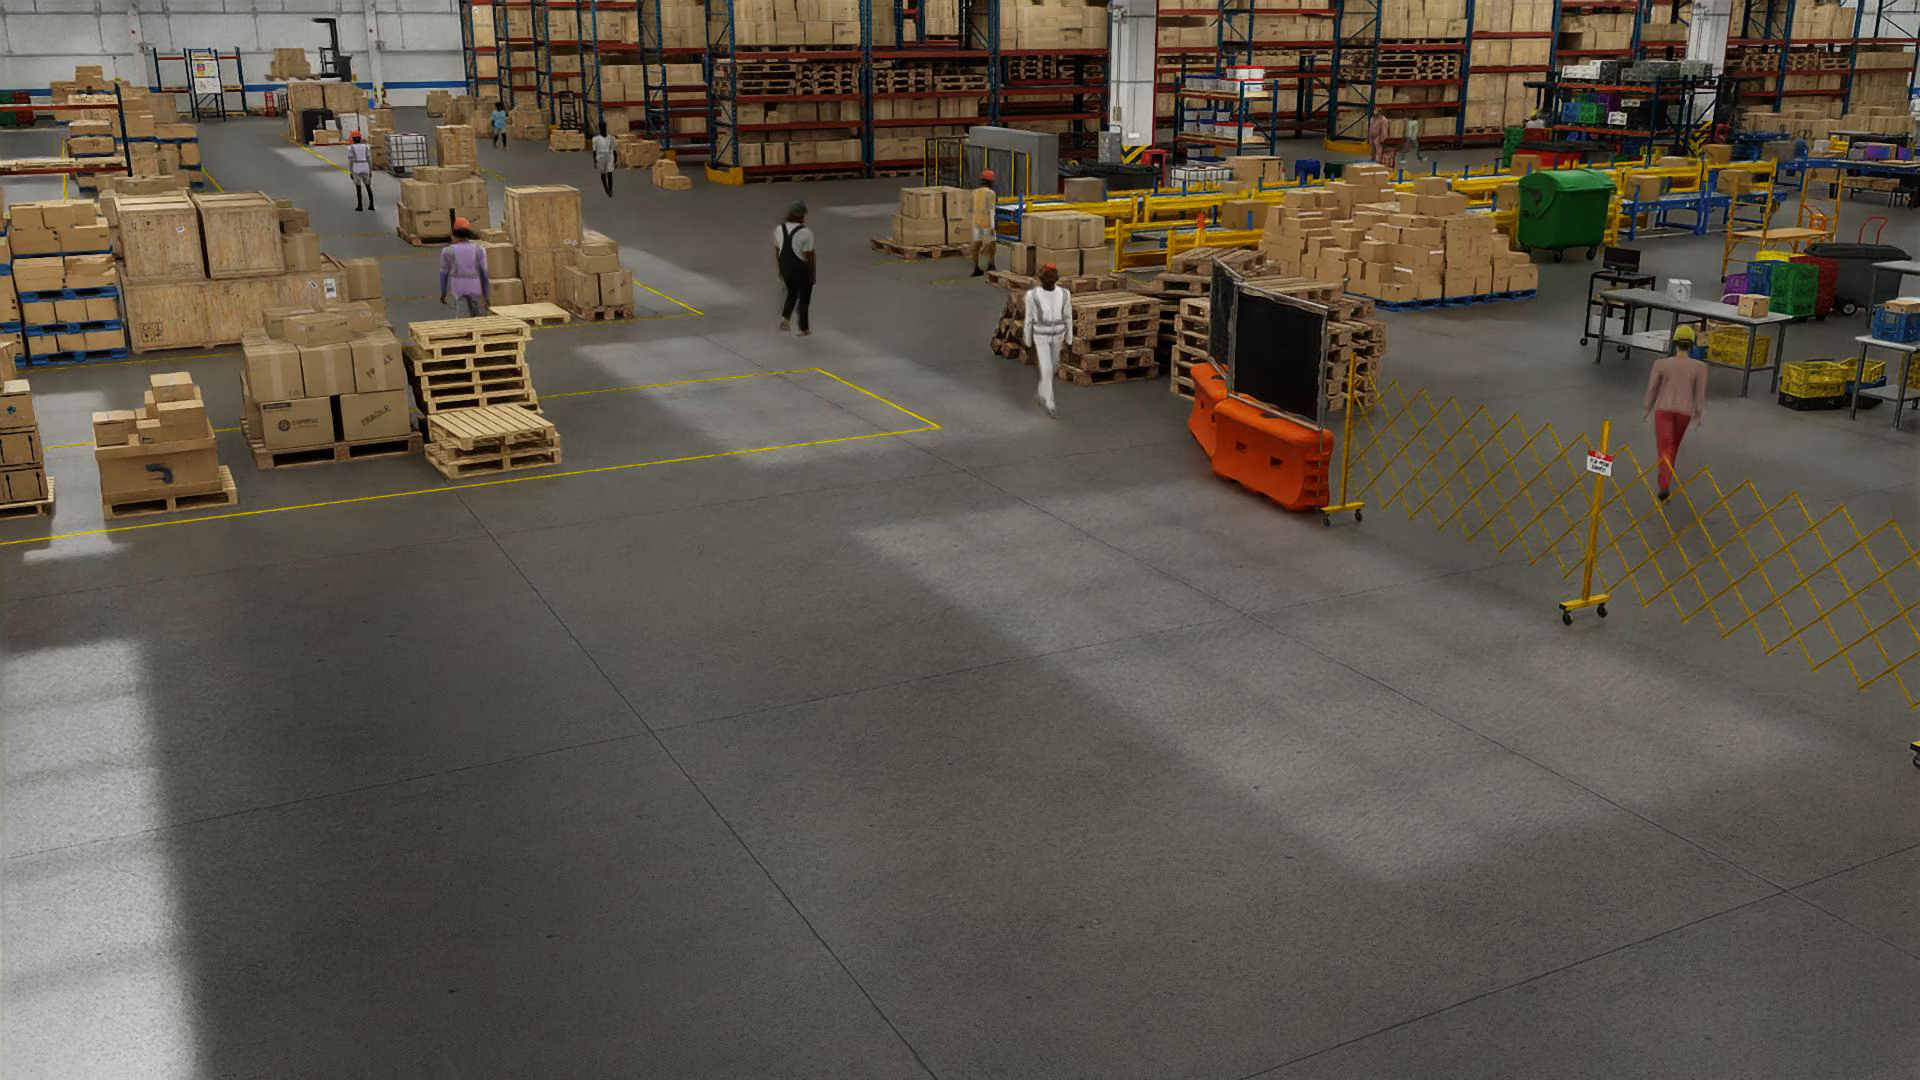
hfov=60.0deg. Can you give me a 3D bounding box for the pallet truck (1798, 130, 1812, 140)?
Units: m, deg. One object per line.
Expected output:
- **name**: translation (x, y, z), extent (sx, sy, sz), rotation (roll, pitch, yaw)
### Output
- **pallet truck**: translation (25.526, -11.556, 49.408), extent (1.630, 1.274, 0.653), rotation (-9, 20, -26)

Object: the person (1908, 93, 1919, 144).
- **person**: translation (34.335, -15.153, 59.645), extent (0.603, 1.913, 0.924), rotation (10, 20, 28)

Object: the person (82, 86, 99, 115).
- **person**: translation (-32.972, -16.288, 63.192), extent (0.605, 1.901, 0.540), rotation (-6, 19, -18)

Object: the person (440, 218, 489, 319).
- **person**: translation (-6.830, -3.437, 22.989), extent (0.625, 1.991, 1.049), rotation (-9, 20, -27)

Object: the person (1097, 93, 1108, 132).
- **person**: translation (5.144, -15.262, 60.024), extent (0.423, 1.885, 0.698), rotation (16, 24, 41)

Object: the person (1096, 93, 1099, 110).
- **person**: translation (5.424, -16.176, 62.630), extent (0.618, 2.030, 0.622), rotation (-14, 22, -37)

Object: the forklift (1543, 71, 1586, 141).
- **forklift**: translation (18.685, -13.231, 52.085), extent (1.873, 2.768, 1.129), rotation (-9, 20, -26)

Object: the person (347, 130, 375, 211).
- **person**: translation (-14.510, -8.936, 40.237), extent (0.542, 1.928, 0.399), rotation (-14, 22, -36)

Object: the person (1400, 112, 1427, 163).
- **person**: translation (14.353, -12.709, 52.537), extent (0.875, 1.574, 0.510), rotation (-5, 18, -15)

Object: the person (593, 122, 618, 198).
- **person**: translation (-9.184, -9.859, 43.113), extent (0.617, 1.940, 0.794), rotation (-2, 18, -7)

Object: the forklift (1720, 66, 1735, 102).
- **forklift**: translation (25.853, -14.772, 56.887), extent (1.129, 2.768, 1.873), rotation (-9, 20, -26)

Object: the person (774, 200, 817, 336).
- **person**: translation (-2.403, -4.068, 24.871), extent (0.698, 2.000, 0.537), rotation (11, 21, 30)

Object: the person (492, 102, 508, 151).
- **person**: translation (-15.858, -14.224, 57.142), extent (0.538, 1.662, 0.774), rotation (-13, 22, -35)

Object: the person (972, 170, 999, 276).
- **person**: translation (0.475, -5.808, 30.499), extent (0.559, 1.906, 0.693), rotation (13, 22, 35)

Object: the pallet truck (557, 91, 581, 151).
- **pallet truck**: translation (-13.495, -14.412, 57.188), extent (0.823, 1.965, 1.885), rotation (-3, 18, -9)

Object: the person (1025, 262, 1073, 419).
- **person**: translation (1.057, -2.448, 20.128), extent (0.584, 1.855, 0.884), rotation (-6, 19, -17)

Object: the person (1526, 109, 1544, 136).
- **person**: translation (17.158, -12.029, 50.056), extent (0.770, 1.806, 0.627), rotation (-8, 19, -24)

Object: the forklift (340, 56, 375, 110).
- **forklift**: translation (-25.337, -18.623, 68.892), extent (1.873, 2.768, 1.129), rotation (-9, 20, -26)

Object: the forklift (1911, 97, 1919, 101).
- **forklift**: translation (40.551, -18.652, 68.983), extent (1.129, 2.768, 1.873), rotation (-9, 20, -26)

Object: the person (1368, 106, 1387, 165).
- **person**: translation (12.526, -12.086, 50.105), extent (0.396, 1.901, 0.643), rotation (-10, 20, -29)

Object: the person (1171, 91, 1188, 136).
- **person**: translation (8.252, -16.127, 62.834), extent (0.594, 1.804, 0.907), rotation (-7, 19, -21)

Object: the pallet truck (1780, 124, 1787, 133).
- **pallet truck**: translation (25.206, -12.542, 52.601), extent (1.601, 1.201, 0.680), rotation (0, 18, -2)

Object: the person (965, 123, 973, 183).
- **person**: translation (0.286, -10.768, 46.344), extent (0.321, 1.684, 0.539), rotation (-6, 19, -19)

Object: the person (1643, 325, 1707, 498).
- **person**: translation (7.183, -1.299, 16.744), extent (0.532, 1.725, 0.883), rotation (4, 18, 11)
